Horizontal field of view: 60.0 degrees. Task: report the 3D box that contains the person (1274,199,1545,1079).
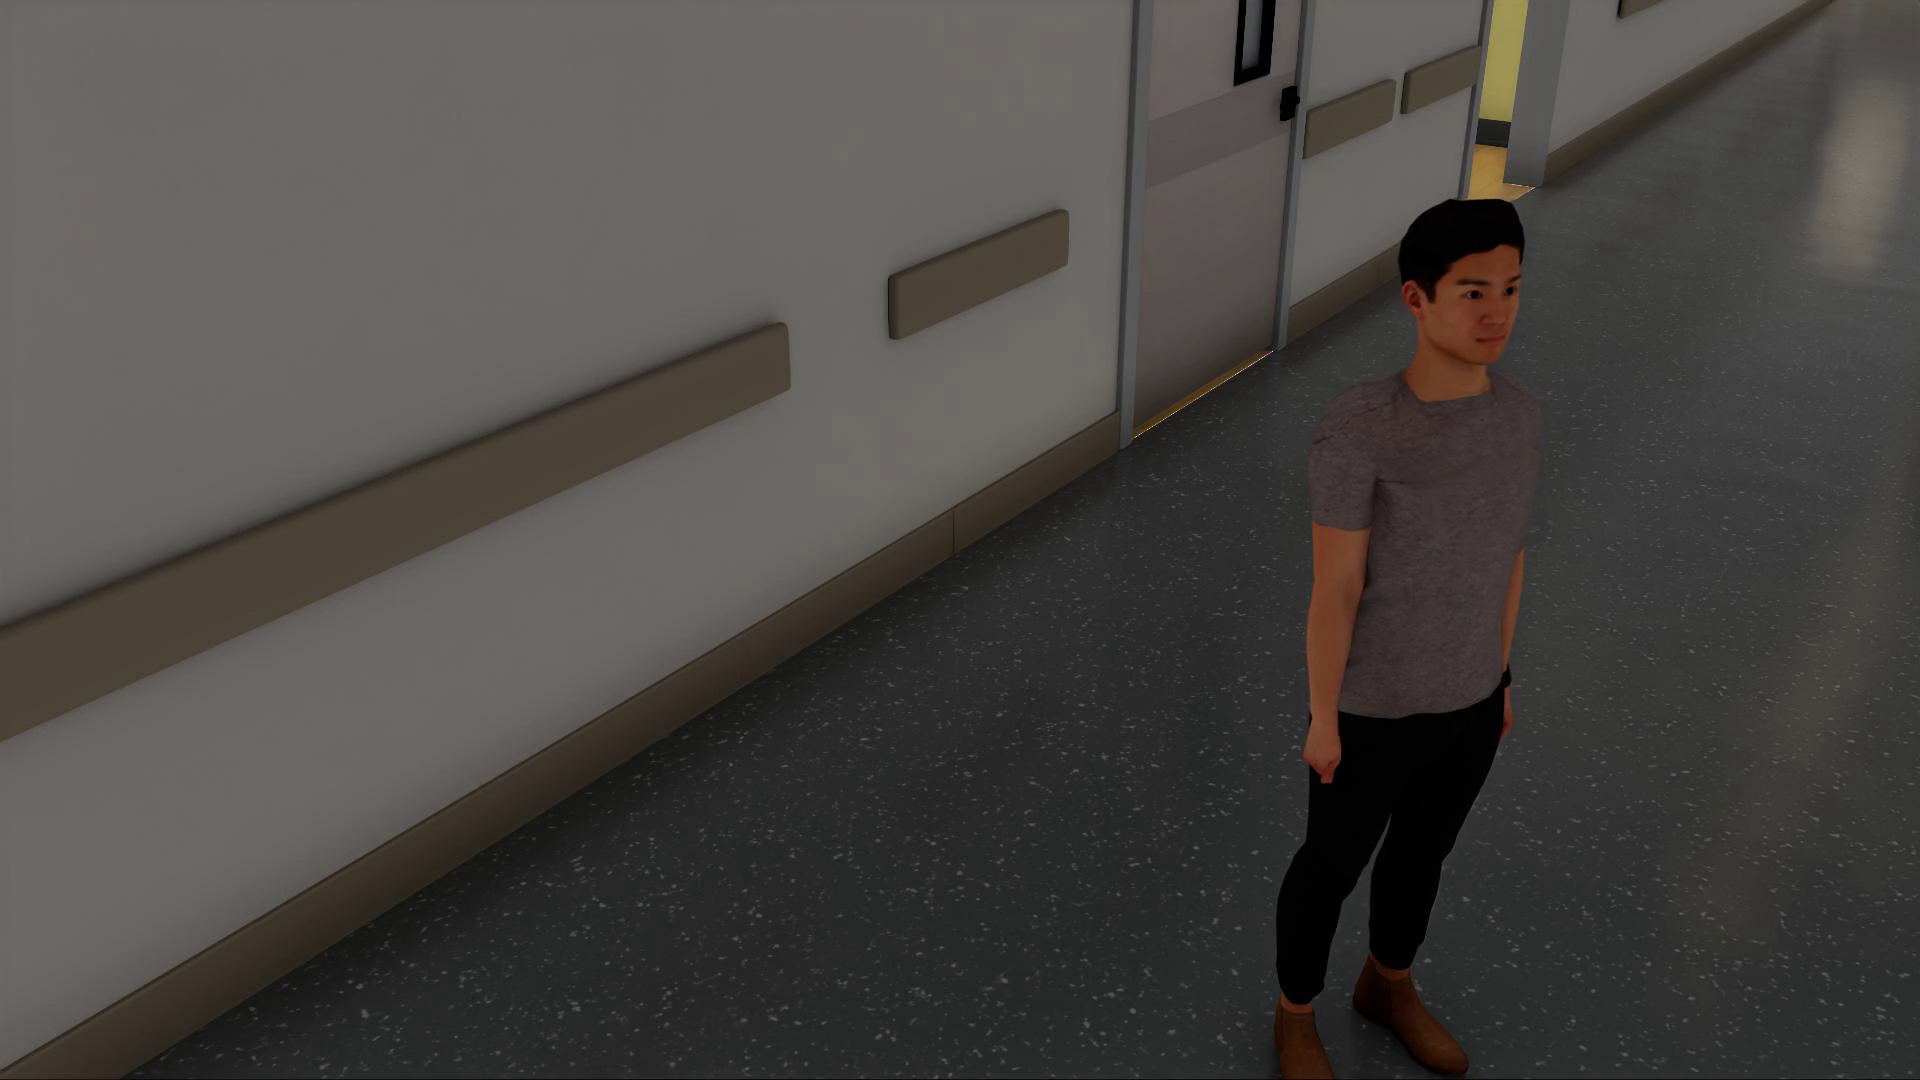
[{"bbox_3d":[0.797,0.236,2.960,0.689,1.724,0.701,-11,28,-21],"label":"person"}]
